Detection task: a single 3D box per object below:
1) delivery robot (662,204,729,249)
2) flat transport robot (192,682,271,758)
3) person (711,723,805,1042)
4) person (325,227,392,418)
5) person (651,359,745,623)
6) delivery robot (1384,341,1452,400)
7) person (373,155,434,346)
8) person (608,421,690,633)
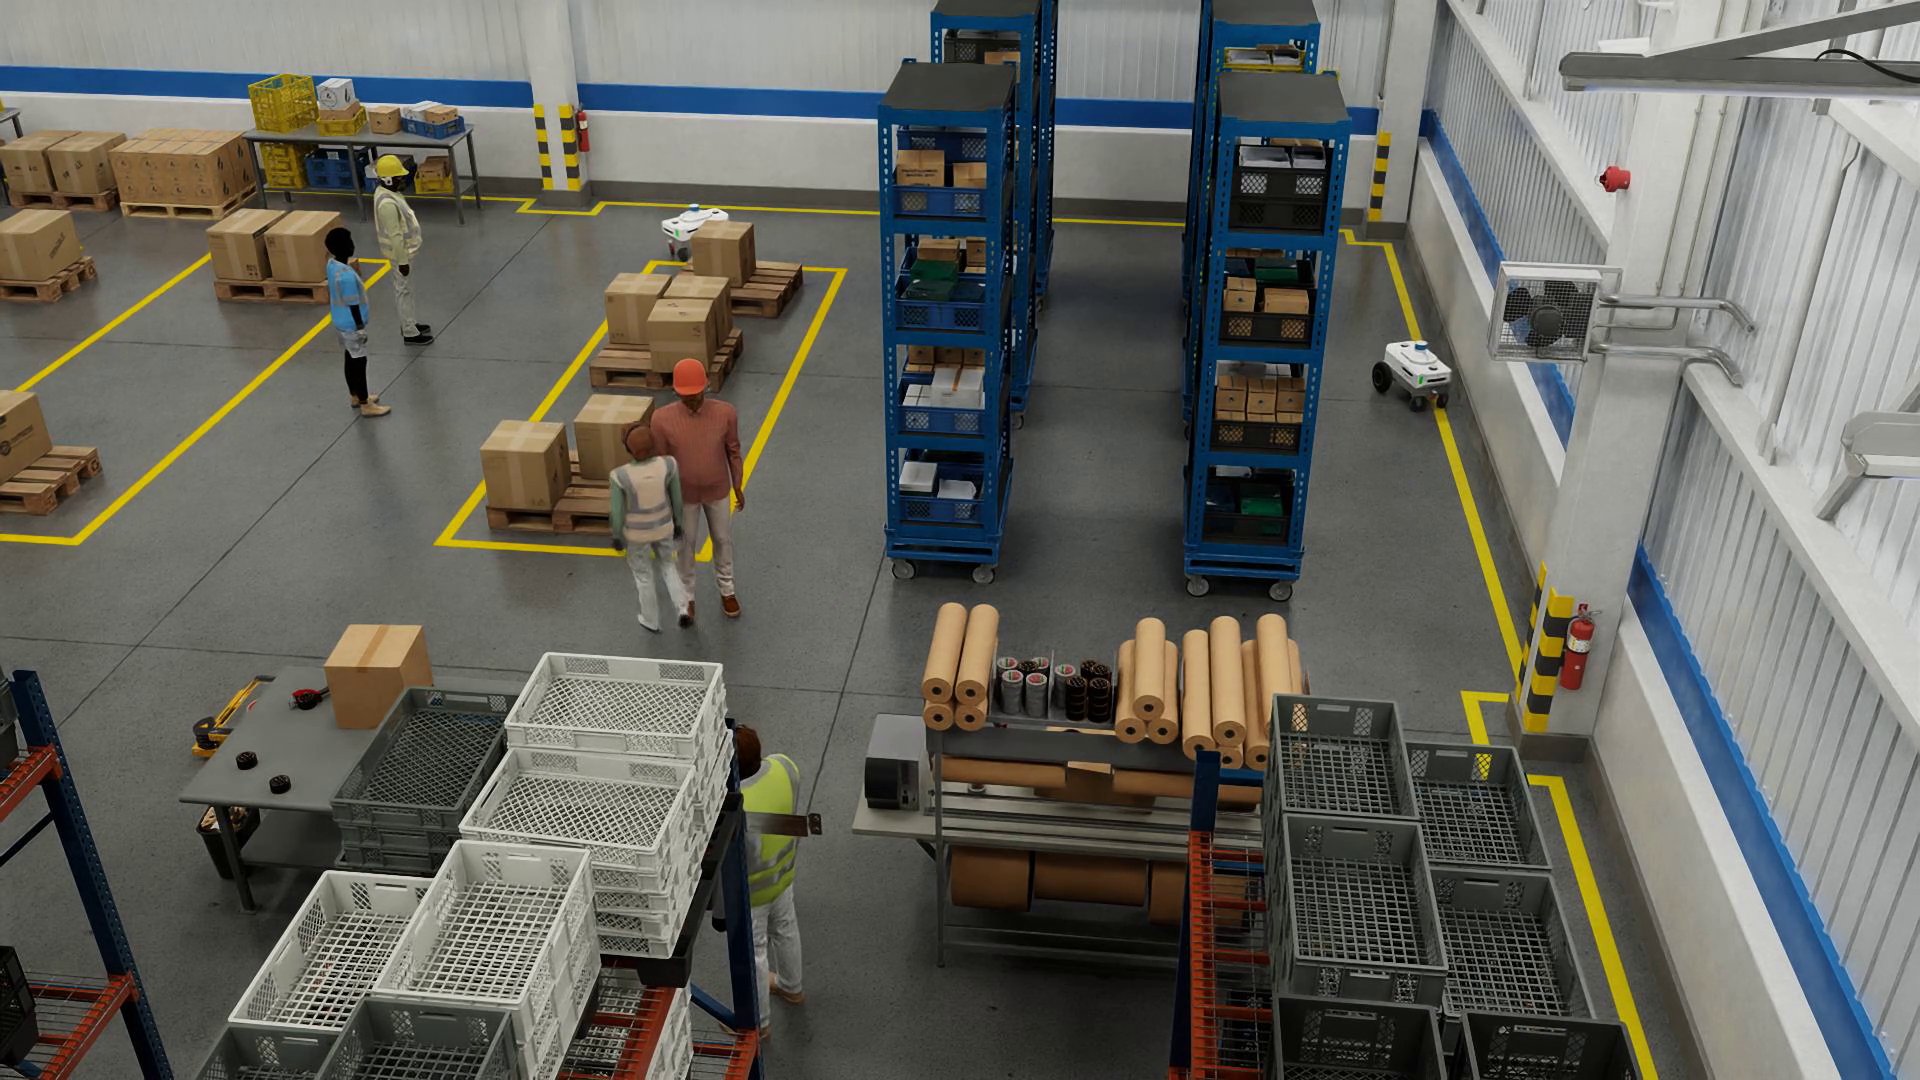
[{"bbox_3d":[-2.884,-3.421,18.151,0.707,0.478,0.477,-23,37,-34],"label":"delivery robot"},{"bbox_3d":[-4.089,1.163,10.648,1.431,0.197,0.652,3,30,6],"label":"flat transport robot"},{"bbox_3d":[-1.031,1.674,8.234,0.431,1.837,0.629,17,34,26],"label":"person"},{"bbox_3d":[-5.299,-1.902,14.505,0.321,1.695,0.537,-18,35,-28],"label":"person"},{"bbox_3d":[-1.801,-0.344,11.536,0.626,1.992,0.387,-8,31,-13],"label":"person"},{"bbox_3d":[4.111,-1.550,14.938,0.477,0.478,0.707,-8,31,-13],"label":"delivery robot"},{"bbox_3d":[-5.322,-2.770,15.863,0.404,1.830,0.601,-10,32,-17],"label":"person"},{"bbox_3d":[-2.128,-0.052,11.394,0.520,1.627,0.434,-20,35,-30],"label":"person"}]
